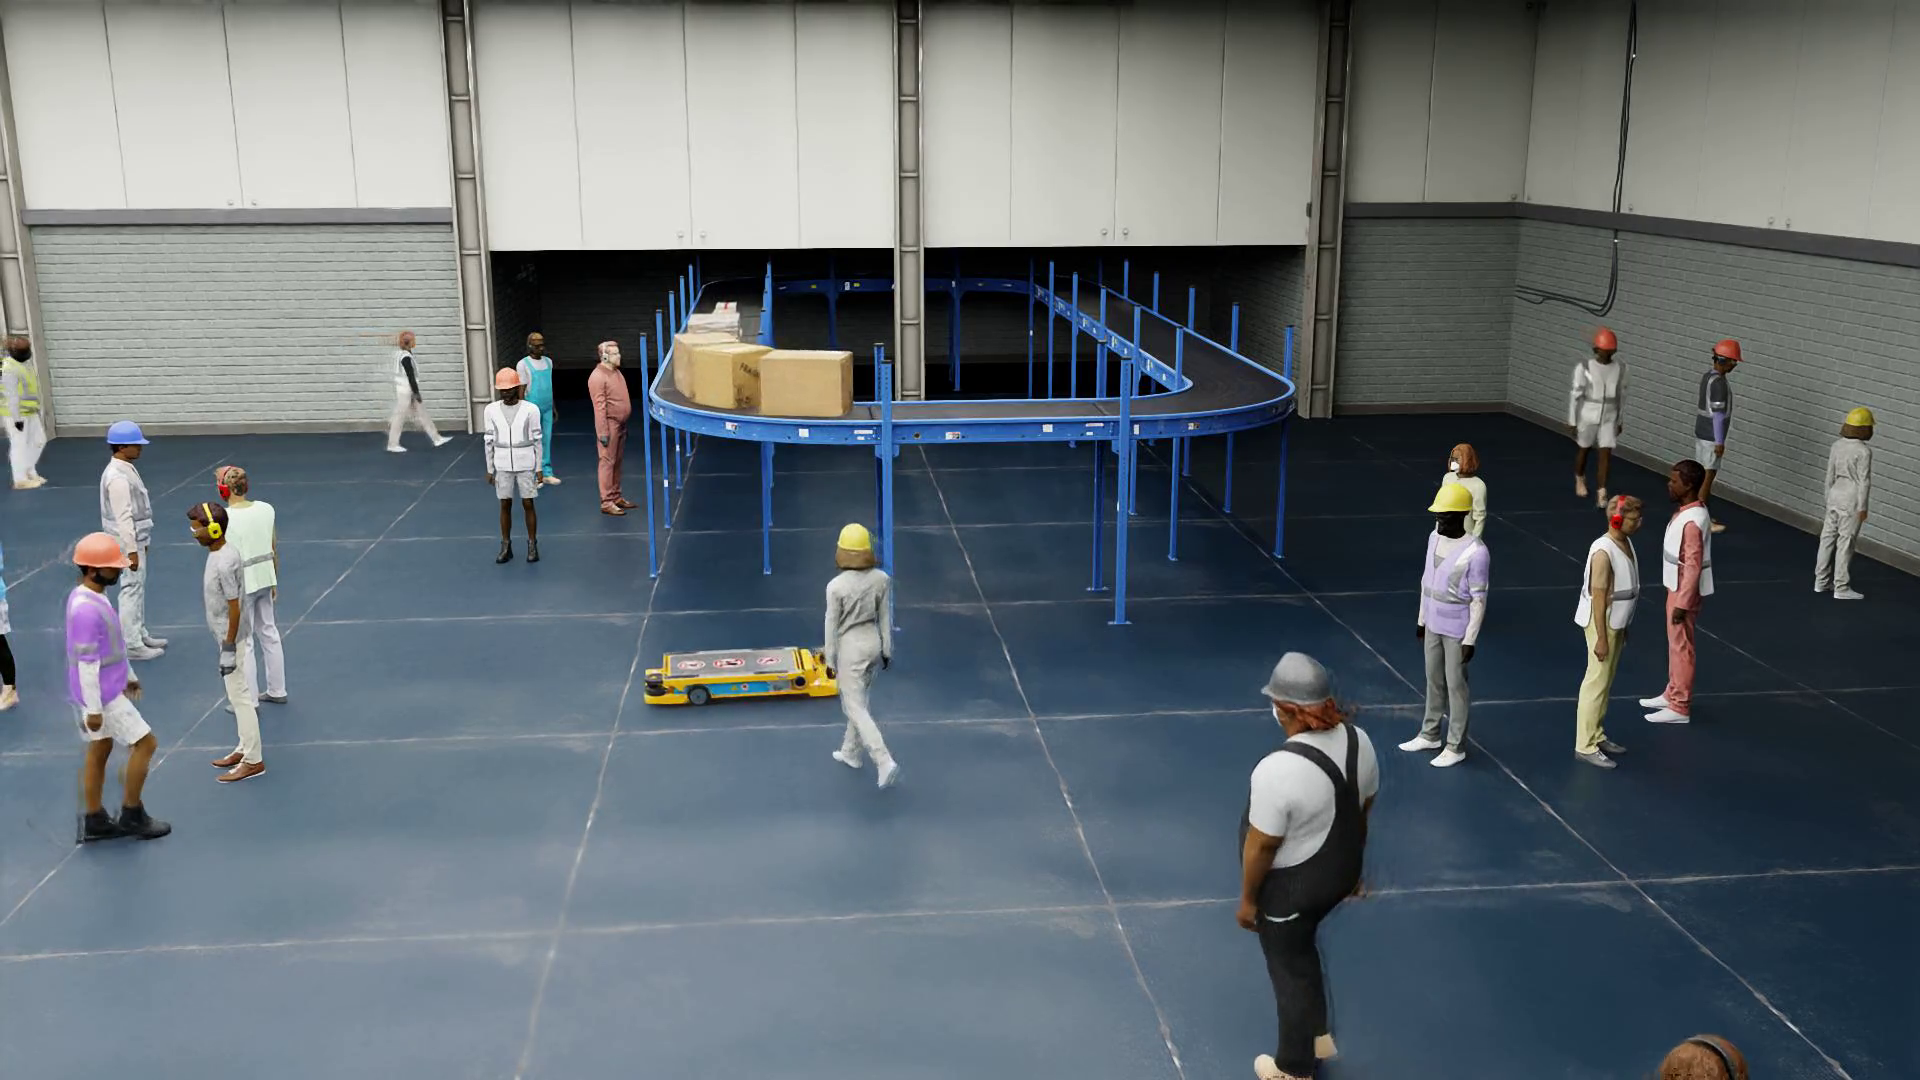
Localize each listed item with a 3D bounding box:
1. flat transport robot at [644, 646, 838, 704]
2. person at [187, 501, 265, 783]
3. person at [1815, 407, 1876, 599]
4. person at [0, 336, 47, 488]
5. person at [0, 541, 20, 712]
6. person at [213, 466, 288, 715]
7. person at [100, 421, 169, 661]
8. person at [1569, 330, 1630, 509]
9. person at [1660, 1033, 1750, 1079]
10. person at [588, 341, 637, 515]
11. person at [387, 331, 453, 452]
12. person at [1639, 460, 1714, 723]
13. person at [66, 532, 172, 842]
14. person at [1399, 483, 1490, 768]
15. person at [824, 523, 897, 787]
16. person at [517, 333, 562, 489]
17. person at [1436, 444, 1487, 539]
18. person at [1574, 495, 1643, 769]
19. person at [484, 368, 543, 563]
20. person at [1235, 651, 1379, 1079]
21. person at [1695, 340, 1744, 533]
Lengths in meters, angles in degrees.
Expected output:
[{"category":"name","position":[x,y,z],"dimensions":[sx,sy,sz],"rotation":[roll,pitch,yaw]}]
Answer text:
[{"category":"flat transport robot","position":[-1.674,1.021,12.663],"dimensions":[1.431,0.197,0.652],"rotation":[-2,14,-9]},{"category":"person","position":[-4.806,0.658,10.885],"dimensions":[0.329,1.865,0.509],"rotation":[-7,16,-26]},{"category":"person","position":[8.076,-0.341,15.121],"dimensions":[0.307,1.745,0.484],"rotation":[-3,14,-10]},{"category":"person","position":[-11.057,-1.492,19.594],"dimensions":[0.452,1.816,0.663],"rotation":[-3,14,-11]},{"category":"person","position":[-7.176,0.425,12.159],"dimensions":[0.530,1.693,0.321],"rotation":[8,16,30]},{"category":"person","position":[-5.178,0.367,12.106],"dimensions":[0.388,1.838,0.562],"rotation":[7,15,25]},{"category":"person","position":[-6.646,0.005,13.354],"dimensions":[0.412,1.940,0.602],"rotation":[-6,15,-23]},{"category":"person","position":[7.220,-1.394,18.852],"dimensions":[0.631,1.990,1.070],"rotation":[2,14,7]},{"category":"person","position":[2.041,2.218,4.761],"dimensions":[0.845,1.807,0.633],"rotation":[-12,19,-41]},{"category":"person","position":[-3.833,-1.244,18.394],"dimensions":[0.411,1.913,0.643],"rotation":[2,14,8]},{"category":"person","position":[-7.161,-1.946,21.834],"dimensions":[0.866,1.586,0.545],"rotation":[-4,15,-15]},{"category":"person","position":[5.182,0.371,11.918],"dimensions":[0.399,1.920,0.589],"rotation":[5,15,19]},{"category":"person","position":[-5.029,0.876,9.908],"dimensions":[0.630,1.909,0.563],"rotation":[-8,16,-30]},{"category":"person","position":[3.259,0.563,11.130],"dimensions":[0.369,1.928,0.585],"rotation":[-6,15,-21]},{"category":"person","position":[-0.632,0.742,10.850],"dimensions":[0.492,1.719,0.774],"rotation":[-11,18,-38]},{"category":"person","position":[-4.987,-1.537,19.701],"dimensions":[0.329,1.844,0.518],"rotation":[9,17,33]},{"category":"person","position":[4.194,-0.008,14.014],"dimensions":[0.284,1.633,0.497],"rotation":[-8,16,-28]},{"category":"person","position":[4.346,0.592,11.179],"dimensions":[0.389,1.846,0.567],"rotation":[9,17,32]},{"category":"person","position":[-4.359,-0.724,16.262],"dimensions":[0.551,1.935,0.371],"rotation":[-1,14,-5]},{"category":"person","position":[1.466,1.458,7.320],"dimensions":[0.698,2.000,0.536],"rotation":[-12,18,-40]},{"category":"person","position":[7.984,-1.103,17.583],"dimensions":[0.392,2.033,0.605],"rotation":[2,14,10]}]
